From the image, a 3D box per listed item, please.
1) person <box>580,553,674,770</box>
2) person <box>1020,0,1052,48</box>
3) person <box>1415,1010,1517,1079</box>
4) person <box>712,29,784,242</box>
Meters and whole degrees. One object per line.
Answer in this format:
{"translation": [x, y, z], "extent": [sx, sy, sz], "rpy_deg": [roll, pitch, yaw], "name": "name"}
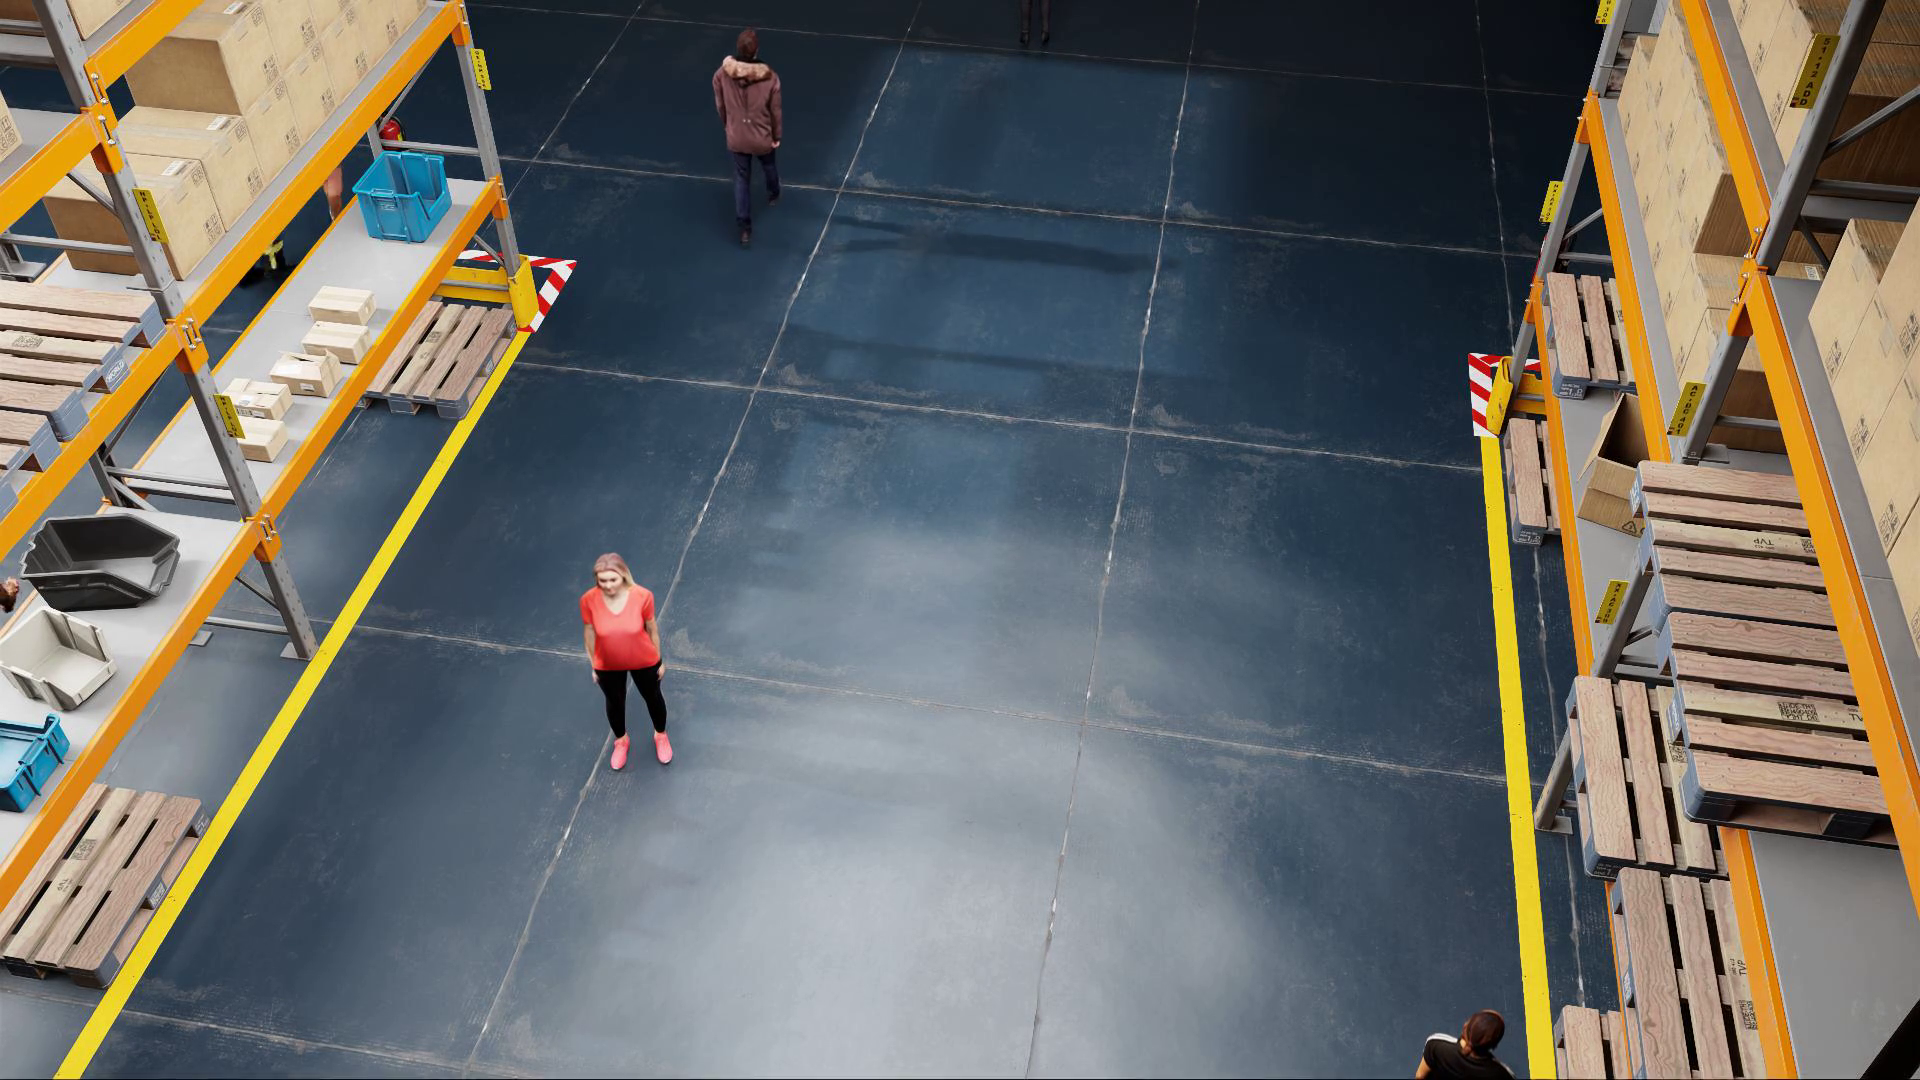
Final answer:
{"translation": [-2.011, 0.721, 10.043], "extent": [0.652, 1.694, 0.629], "rpy_deg": [-5, 44, -6], "name": "person"}
{"translation": [0.775, -5.822, 16.988], "extent": [0.627, 1.588, 0.537], "rpy_deg": [0, 44, 0], "name": "person"}
{"translation": [2.341, 2.738, 7.944], "extent": [0.645, 1.669, 0.621], "rpy_deg": [24, 48, 23], "name": "person"}
{"translation": [-1.829, -3.446, 14.340], "extent": [0.849, 1.800, 1.218], "rpy_deg": [2, 44, 2], "name": "person"}
